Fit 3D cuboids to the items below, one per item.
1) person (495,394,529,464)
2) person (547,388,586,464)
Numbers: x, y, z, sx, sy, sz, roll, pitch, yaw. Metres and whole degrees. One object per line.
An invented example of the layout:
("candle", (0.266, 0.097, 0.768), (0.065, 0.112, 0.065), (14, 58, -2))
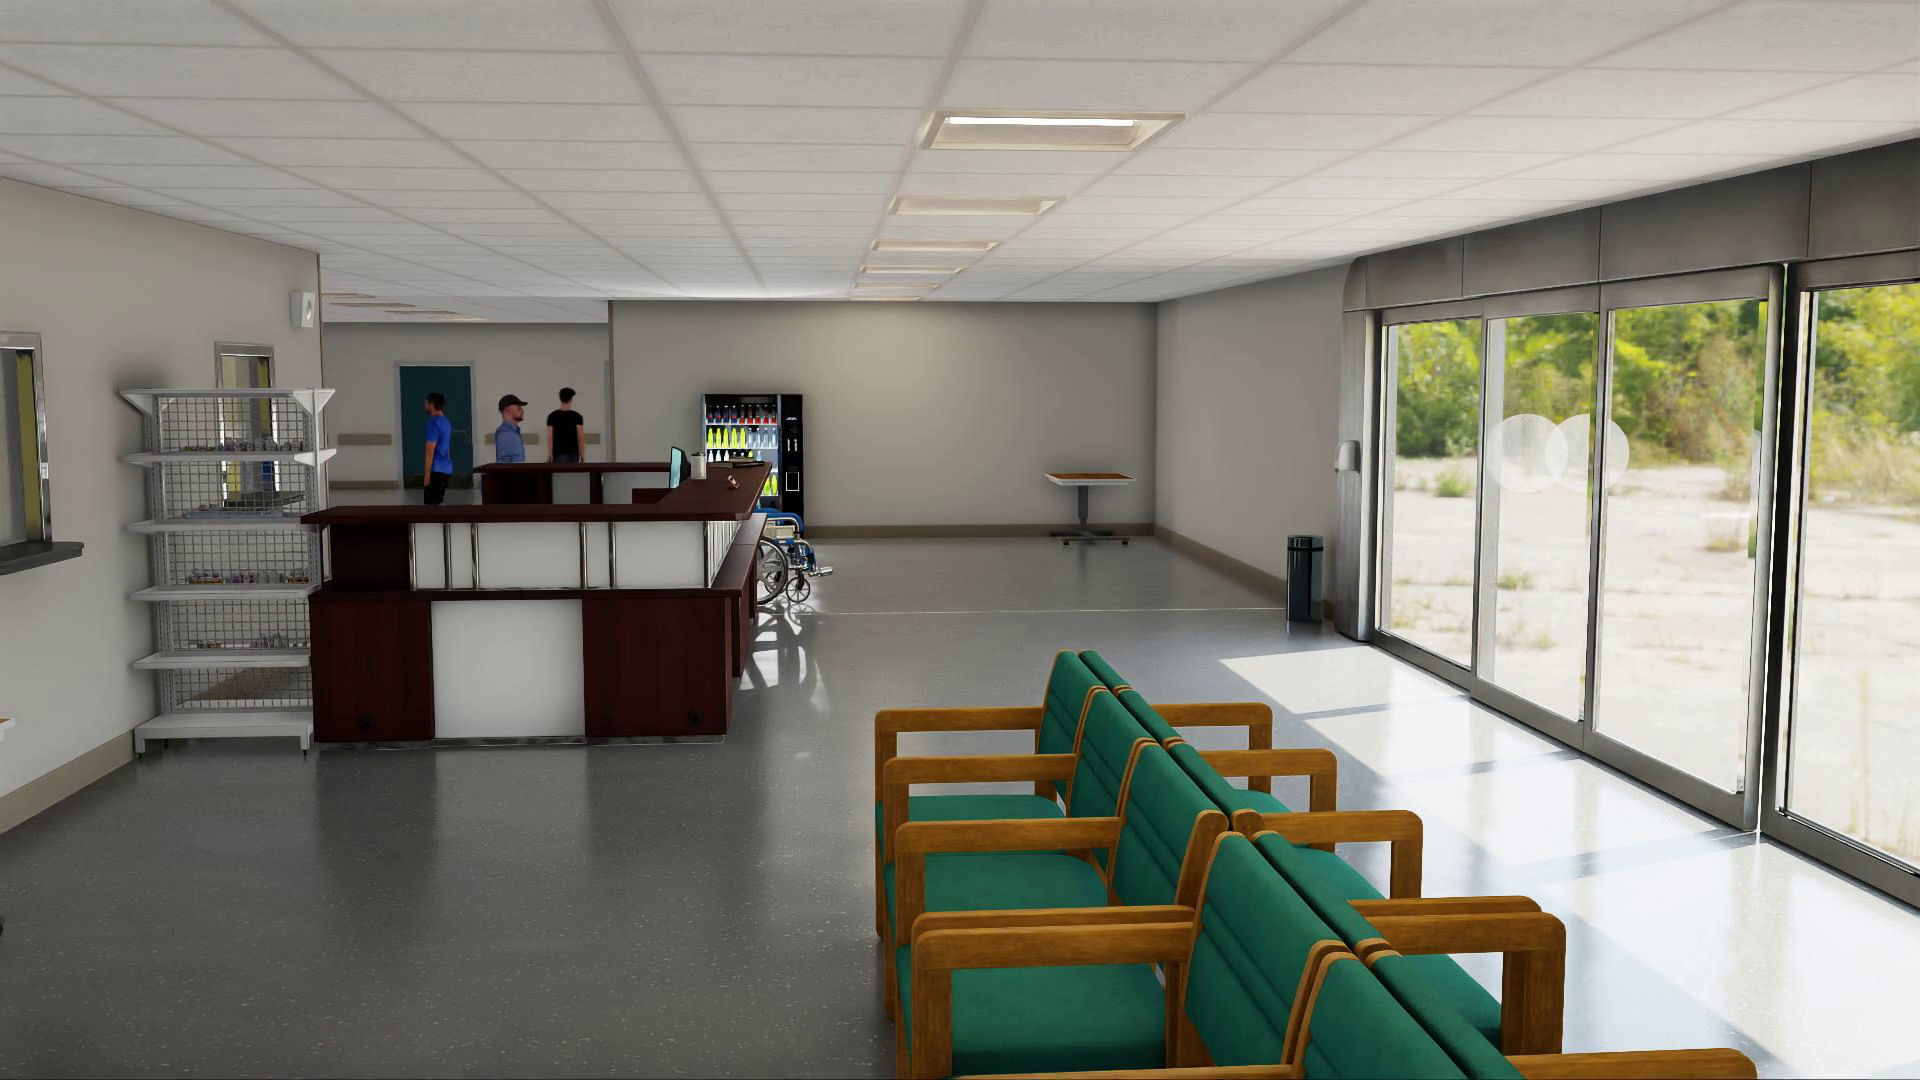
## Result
("person", (-4.415, -0.460, 16.105), (0.901, 1.874, 0.696), (0, 6, -1))
("person", (-5.327, -1.093, 22.451), (1.119, 1.864, 0.753), (0, 6, -2))
